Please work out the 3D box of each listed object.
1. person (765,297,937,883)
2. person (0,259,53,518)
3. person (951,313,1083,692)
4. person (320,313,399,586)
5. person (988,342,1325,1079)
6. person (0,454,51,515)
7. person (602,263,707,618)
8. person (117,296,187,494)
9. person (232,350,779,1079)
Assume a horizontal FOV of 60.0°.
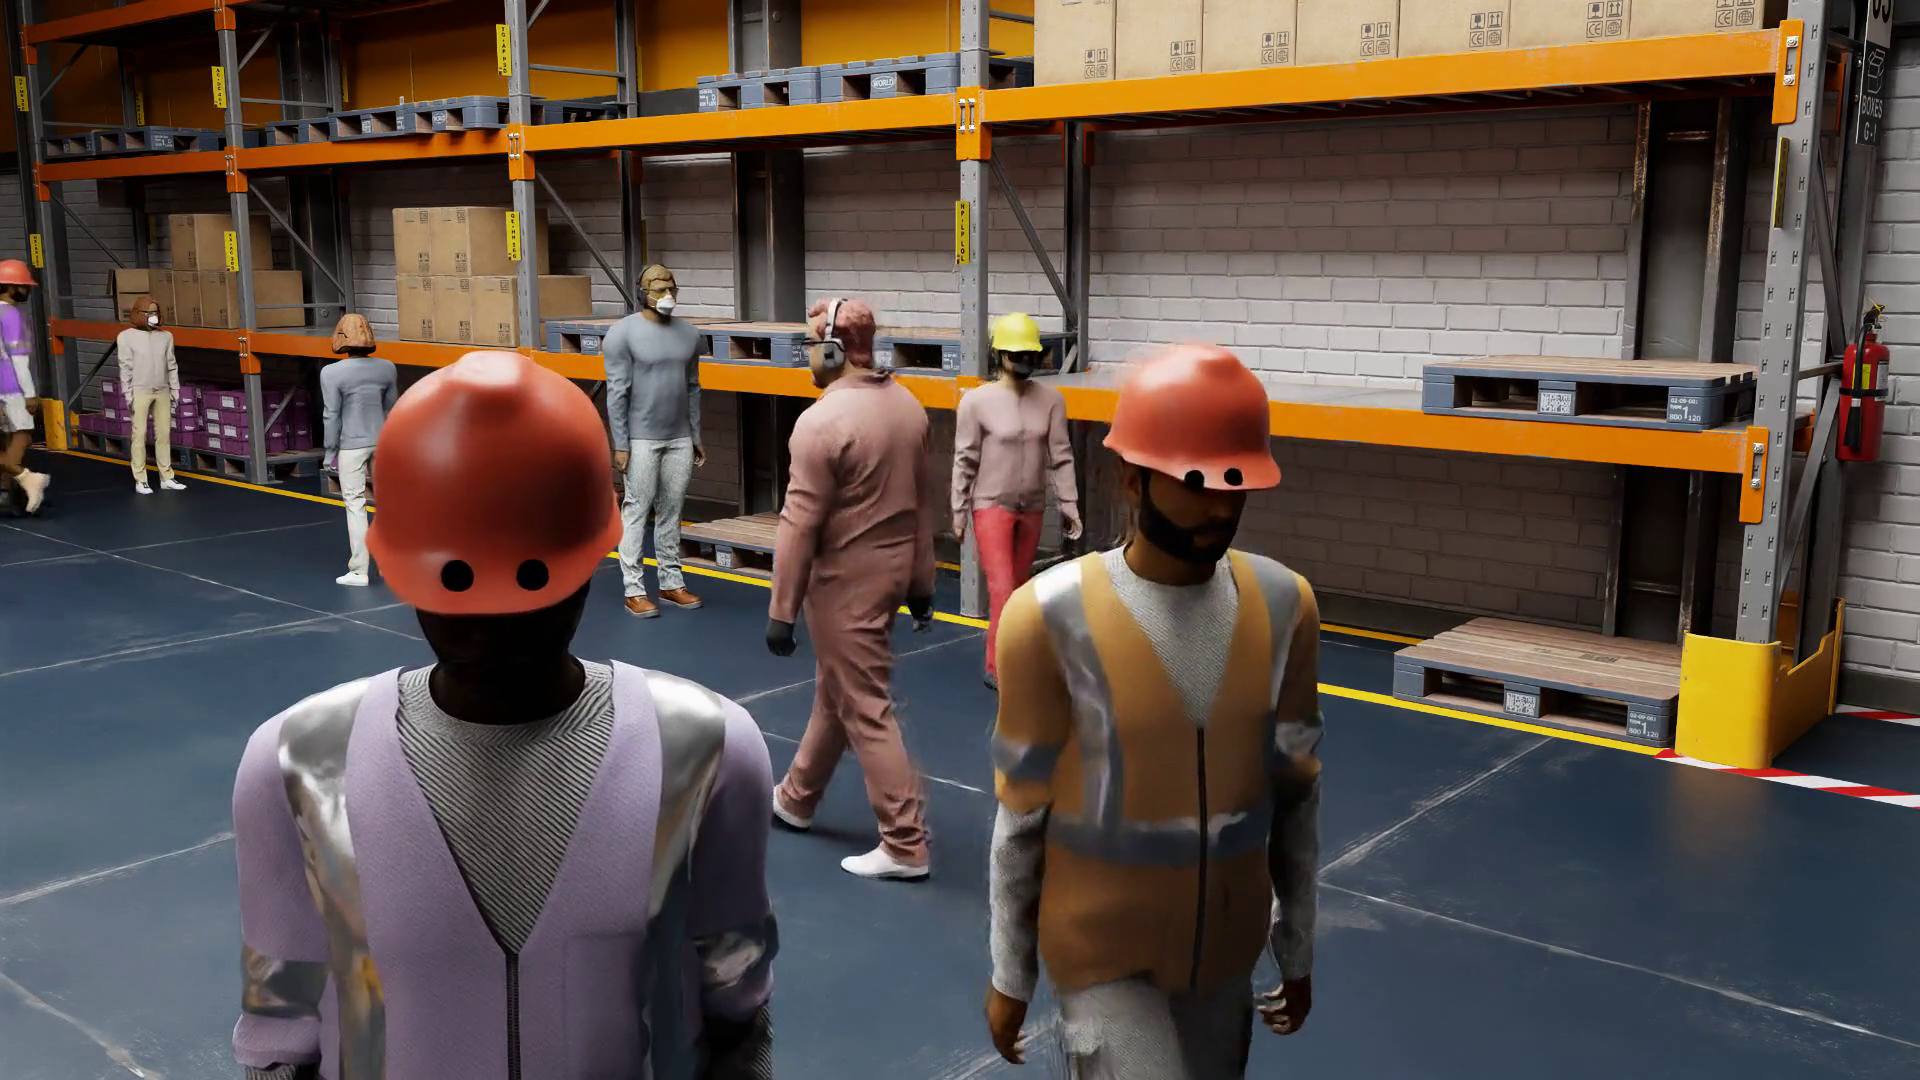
[{"bbox_3d":[-0.434,0.150,5.441,0.898,1.861,0.670,5,11,28],"label":"person"},{"bbox_3d":[-7.221,-1.148,12.617,0.541,1.937,0.720,-10,14,-44],"label":"person"},{"bbox_3d":[0.275,-0.113,7.275,0.537,1.735,0.780,-6,11,-30],"label":"person"},{"bbox_3d":[-3.598,-0.540,10.015,0.286,1.633,0.499,8,13,37],"label":"person"},{"bbox_3d":[0.300,0.613,2.738,0.546,1.898,0.936,-4,11,-19],"label":"person"},{"bbox_3d":[-7.041,-1.068,11.921,0.625,2.021,0.804,10,14,43],"label":"person"},{"bbox_3d":[-1.670,-0.553,9.221,0.379,1.940,0.629,9,14,43],"label":"person"},{"bbox_3d":[-6.705,-1.199,13.792,0.277,1.628,0.500,7,12,33],"label":"person"},{"bbox_3d":[-0.444,0.770,1.721,0.543,1.928,0.373,-3,10,-15],"label":"person"}]
